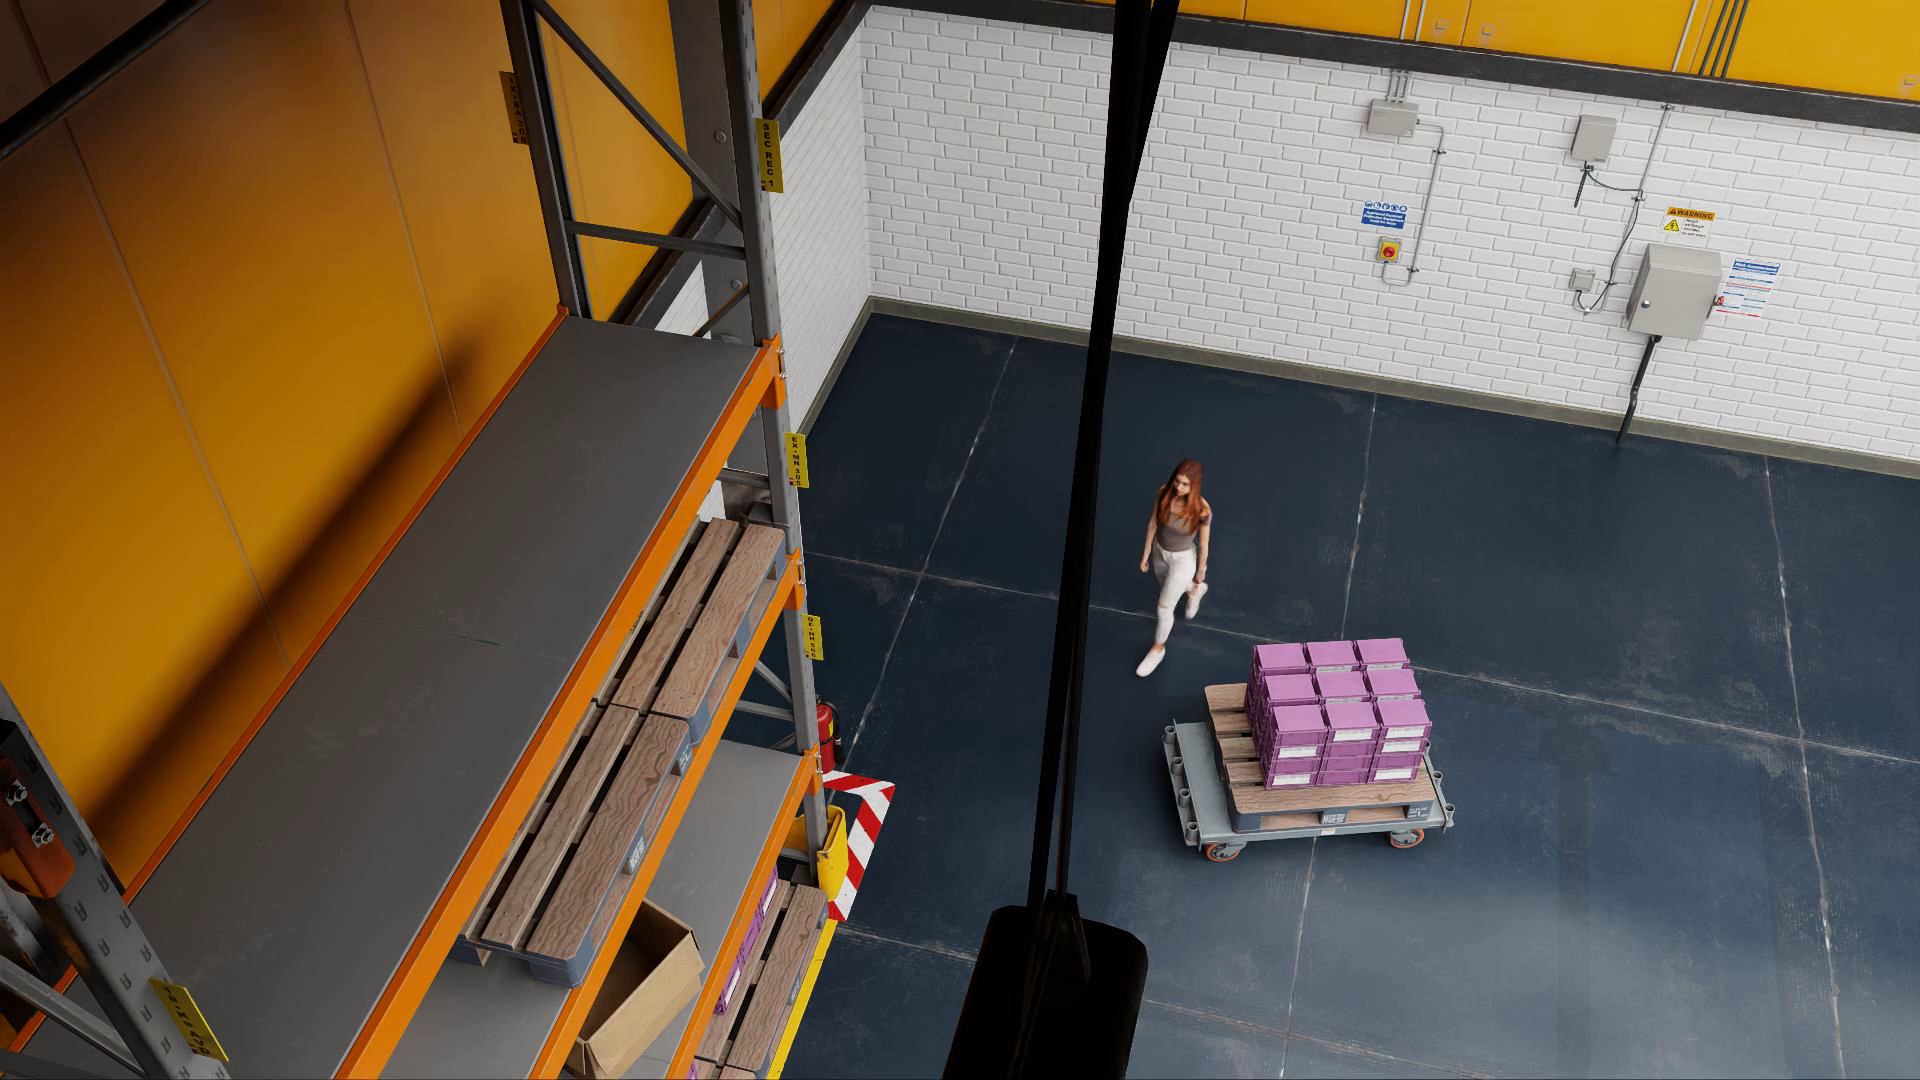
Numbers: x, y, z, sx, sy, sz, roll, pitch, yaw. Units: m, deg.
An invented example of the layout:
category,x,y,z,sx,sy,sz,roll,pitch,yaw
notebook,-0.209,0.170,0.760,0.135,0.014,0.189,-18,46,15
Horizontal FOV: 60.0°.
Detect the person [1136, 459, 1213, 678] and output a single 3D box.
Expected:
category,x,y,z,sx,sy,sz,roll,pitch,yaw
person,1.462,0.081,10.962,0.917,1.698,1.146,33,53,30
